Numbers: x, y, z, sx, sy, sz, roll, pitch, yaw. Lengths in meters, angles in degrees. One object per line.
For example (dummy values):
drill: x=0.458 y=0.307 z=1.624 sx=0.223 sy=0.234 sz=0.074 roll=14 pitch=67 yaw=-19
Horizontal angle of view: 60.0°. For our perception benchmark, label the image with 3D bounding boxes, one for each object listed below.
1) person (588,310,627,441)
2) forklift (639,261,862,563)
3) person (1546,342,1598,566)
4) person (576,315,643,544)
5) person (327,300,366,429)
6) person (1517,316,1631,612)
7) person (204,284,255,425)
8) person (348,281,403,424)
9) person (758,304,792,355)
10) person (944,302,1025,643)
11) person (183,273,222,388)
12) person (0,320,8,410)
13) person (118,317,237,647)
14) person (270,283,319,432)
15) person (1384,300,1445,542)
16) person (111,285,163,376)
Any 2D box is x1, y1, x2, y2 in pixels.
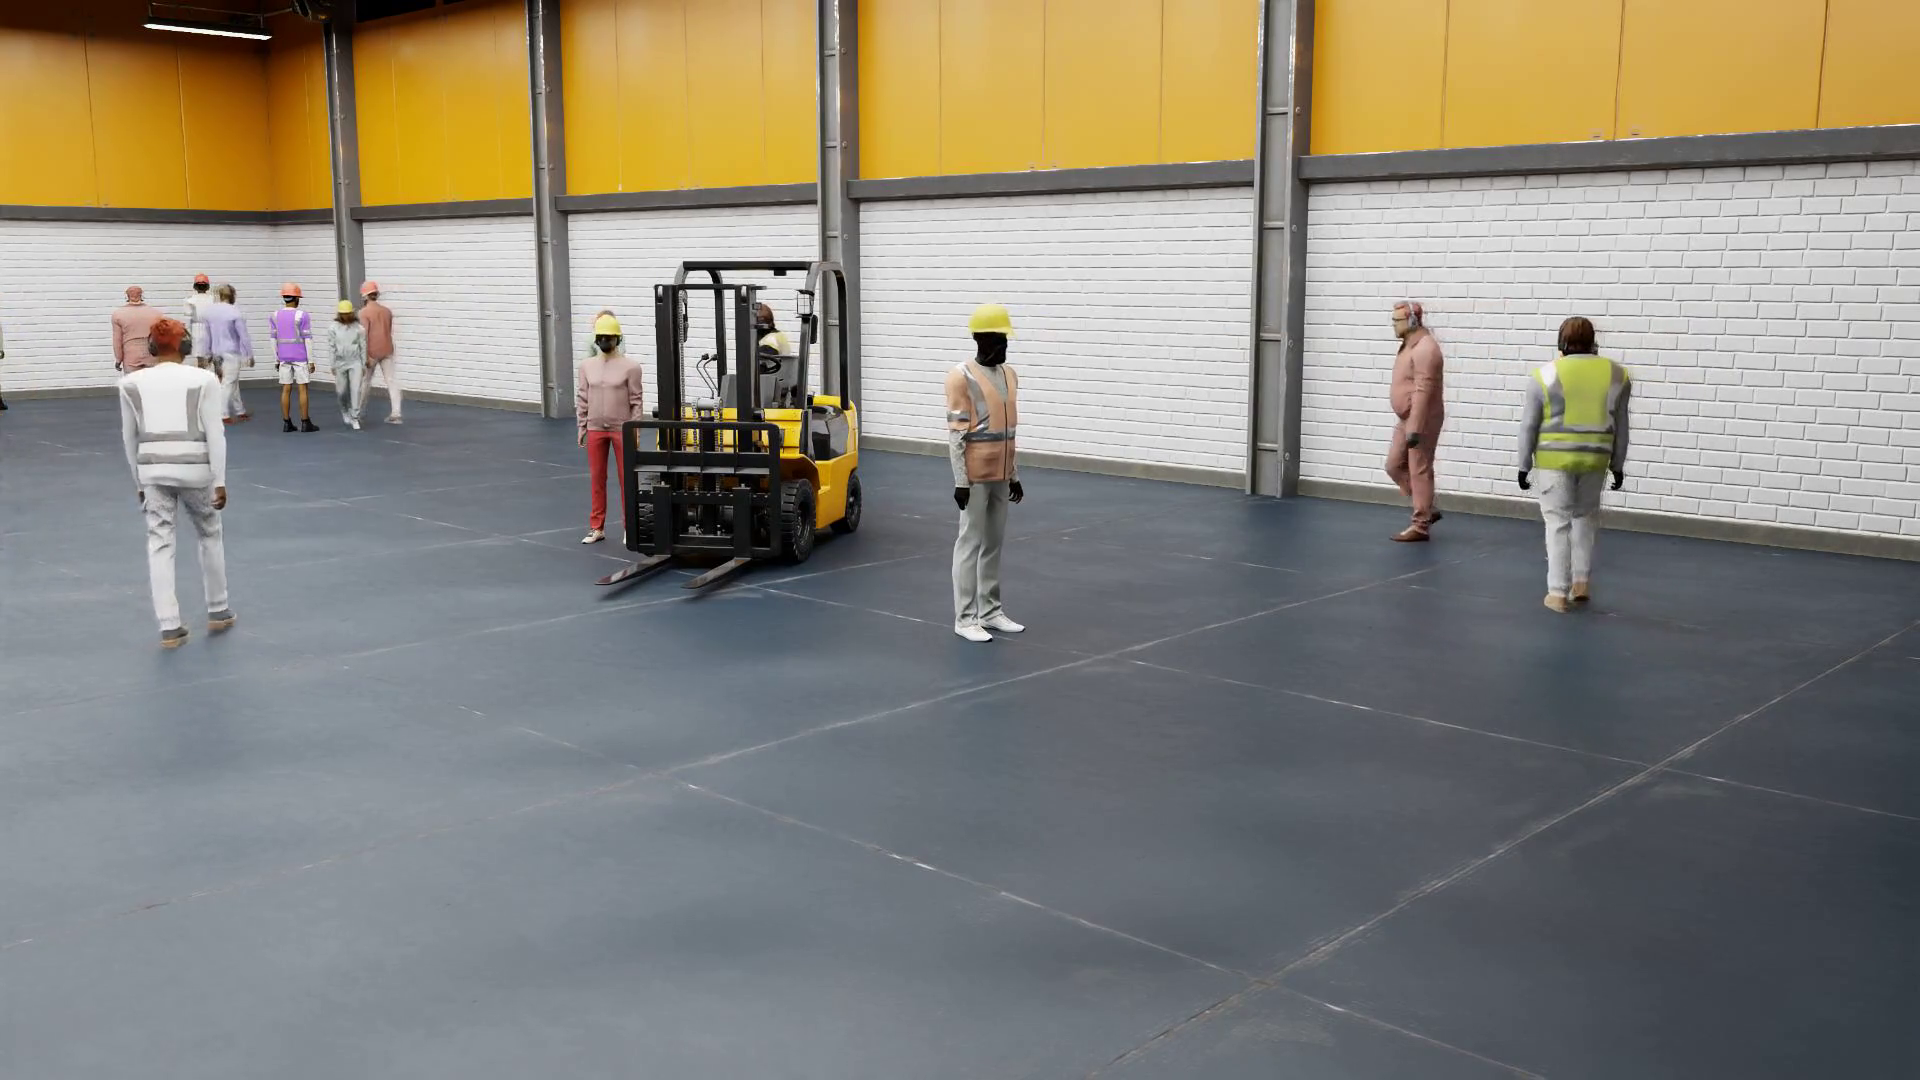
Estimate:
person: x=-4.288 y=-2.016 z=20.441 sx=0.532 sy=1.615 sz=0.509 roll=2 pitch=9 yaw=12
forklift: x=-1.552 y=-1.040 z=12.721 sx=1.214 sy=2.155 sz=2.313 roll=2 pitch=9 yaw=11
person: x=4.392 y=-0.627 z=11.902 sx=0.268 sy=1.630 sz=0.507 roll=2 pitch=9 yaw=12
person: x=-2.700 y=-0.845 z=12.824 sx=0.525 sy=1.772 sz=0.305 roll=1 pitch=9 yaw=5
person: x=-8.154 y=-2.341 z=22.177 sx=0.482 sy=1.722 sz=0.611 roll=-3 pitch=10 yaw=-17
person: x=3.781 y=-0.472 z=10.342 sx=0.653 sy=1.829 sz=0.522 roll=0 pitch=9 yaw=1
person: x=-9.919 y=-2.534 z=22.764 sx=0.654 sy=1.901 sz=0.896 roll=4 pitch=10 yaw=22
person: x=-8.075 y=-2.570 z=22.873 sx=1.020 sy=1.935 sz=0.610 roll=6 pitch=11 yaw=32
person: x=-1.593 y=-1.107 z=14.278 sx=0.491 sy=1.823 sz=0.702 roll=0 pitch=9 yaw=1
person: x=0.155 y=-0.392 z=9.554 sx=0.359 sy=1.930 sz=0.587 roll=7 pitch=12 yaw=37
person: x=-12.549 y=-3.397 z=27.634 sx=0.609 sy=2.043 sz=0.397 roll=-6 pitch=11 yaw=-31
person: x=-14.587 y=-2.892 z=24.857 sx=0.545 sy=1.938 sz=0.361 roll=-3 pitch=10 yaw=-16
person: x=-4.477 y=-0.350 z=9.560 sx=0.577 sy=1.841 sz=0.825 roll=-2 pitch=9 yaw=-9
person: x=-8.647 y=-2.363 z=21.624 sx=0.552 sy=1.933 sz=0.374 roll=1 pitch=9 yaw=7
person: x=3.520 y=-0.909 z=12.869 sx=0.403 sy=1.879 sz=0.655 roll=0 pitch=9 yaw=-2
person: x=-10.890 y=-2.423 z=22.096 sx=0.638 sy=1.903 sz=0.408 roll=-6 pitch=11 yaw=-32
